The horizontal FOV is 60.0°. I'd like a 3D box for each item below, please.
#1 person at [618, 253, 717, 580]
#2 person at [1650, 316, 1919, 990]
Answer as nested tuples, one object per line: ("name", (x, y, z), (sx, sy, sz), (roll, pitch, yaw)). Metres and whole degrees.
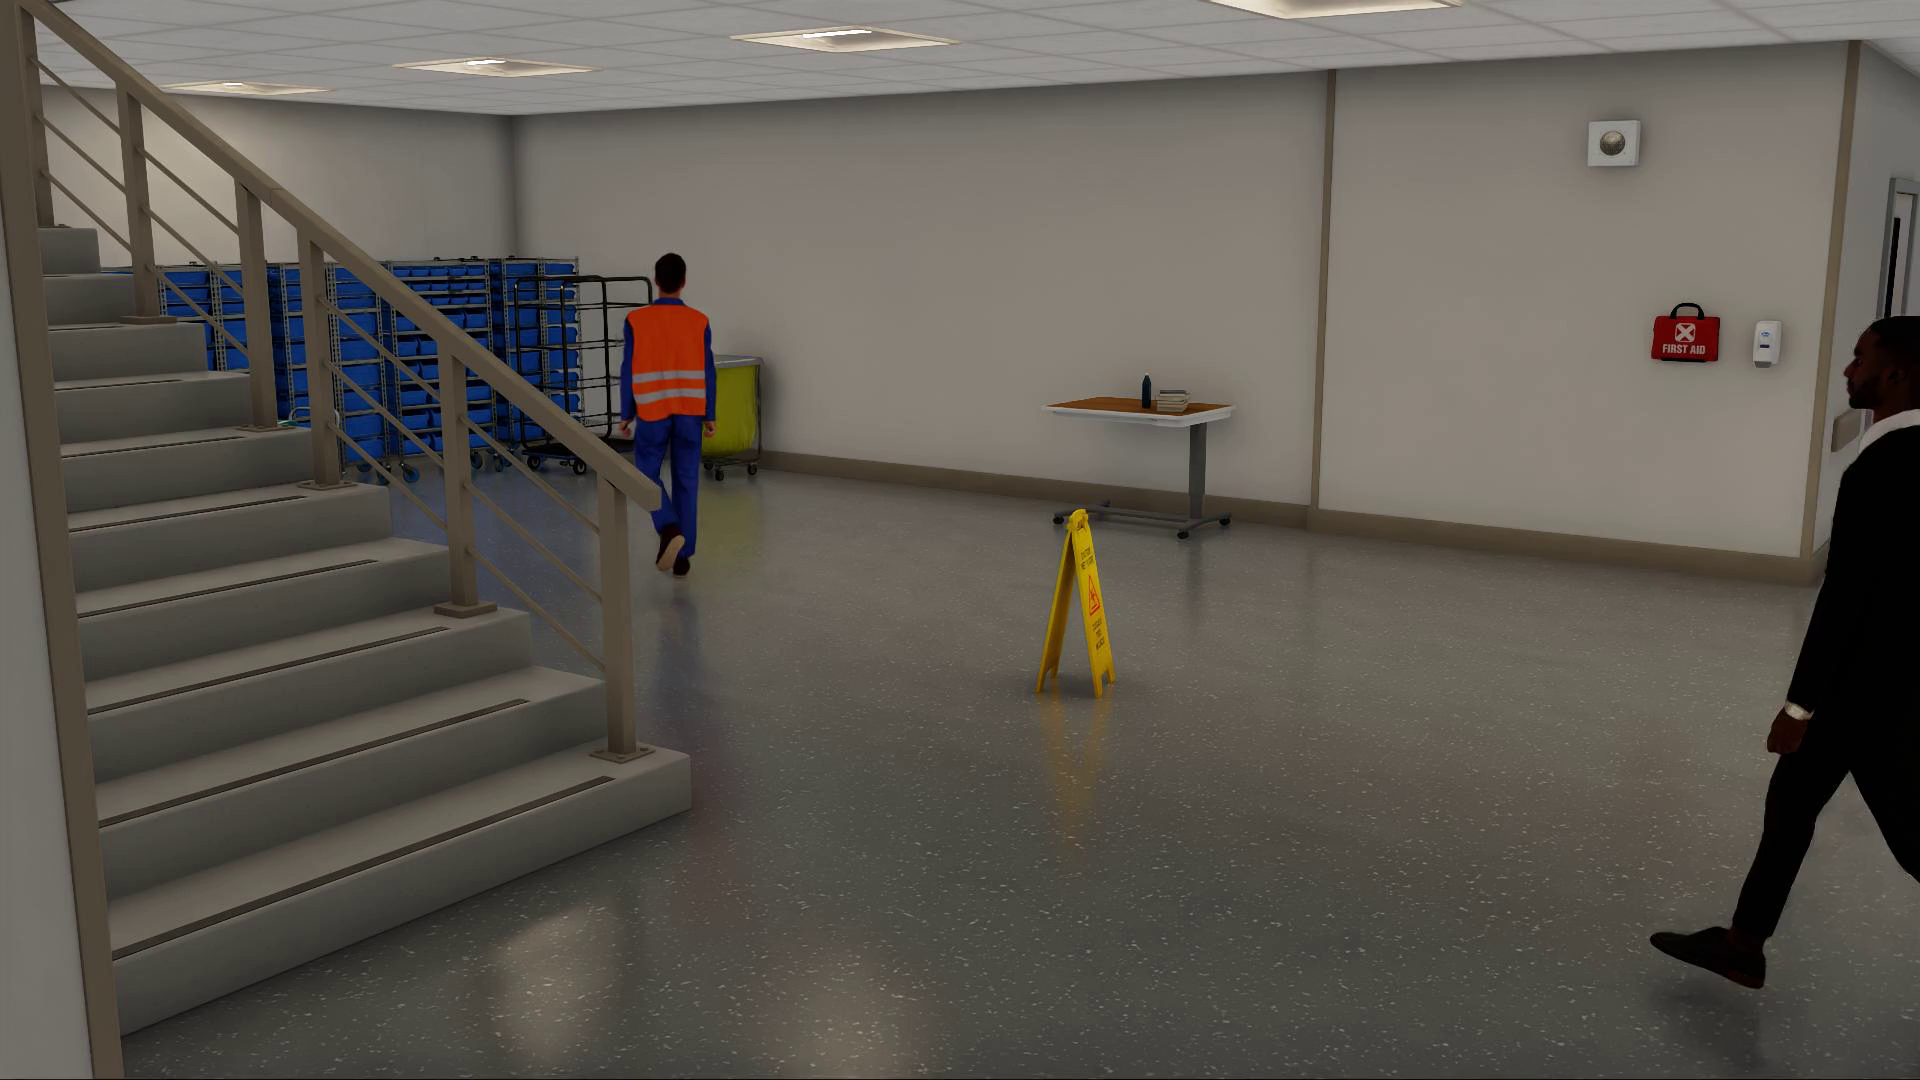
("person", (-1.630, -0.668, 9.354), (0.987, 1.852, 1.068), (-3, 11, -17))
("person", (2.319, 0.386, 4.000), (1.216, 1.776, 0.734), (9, 14, 40))
